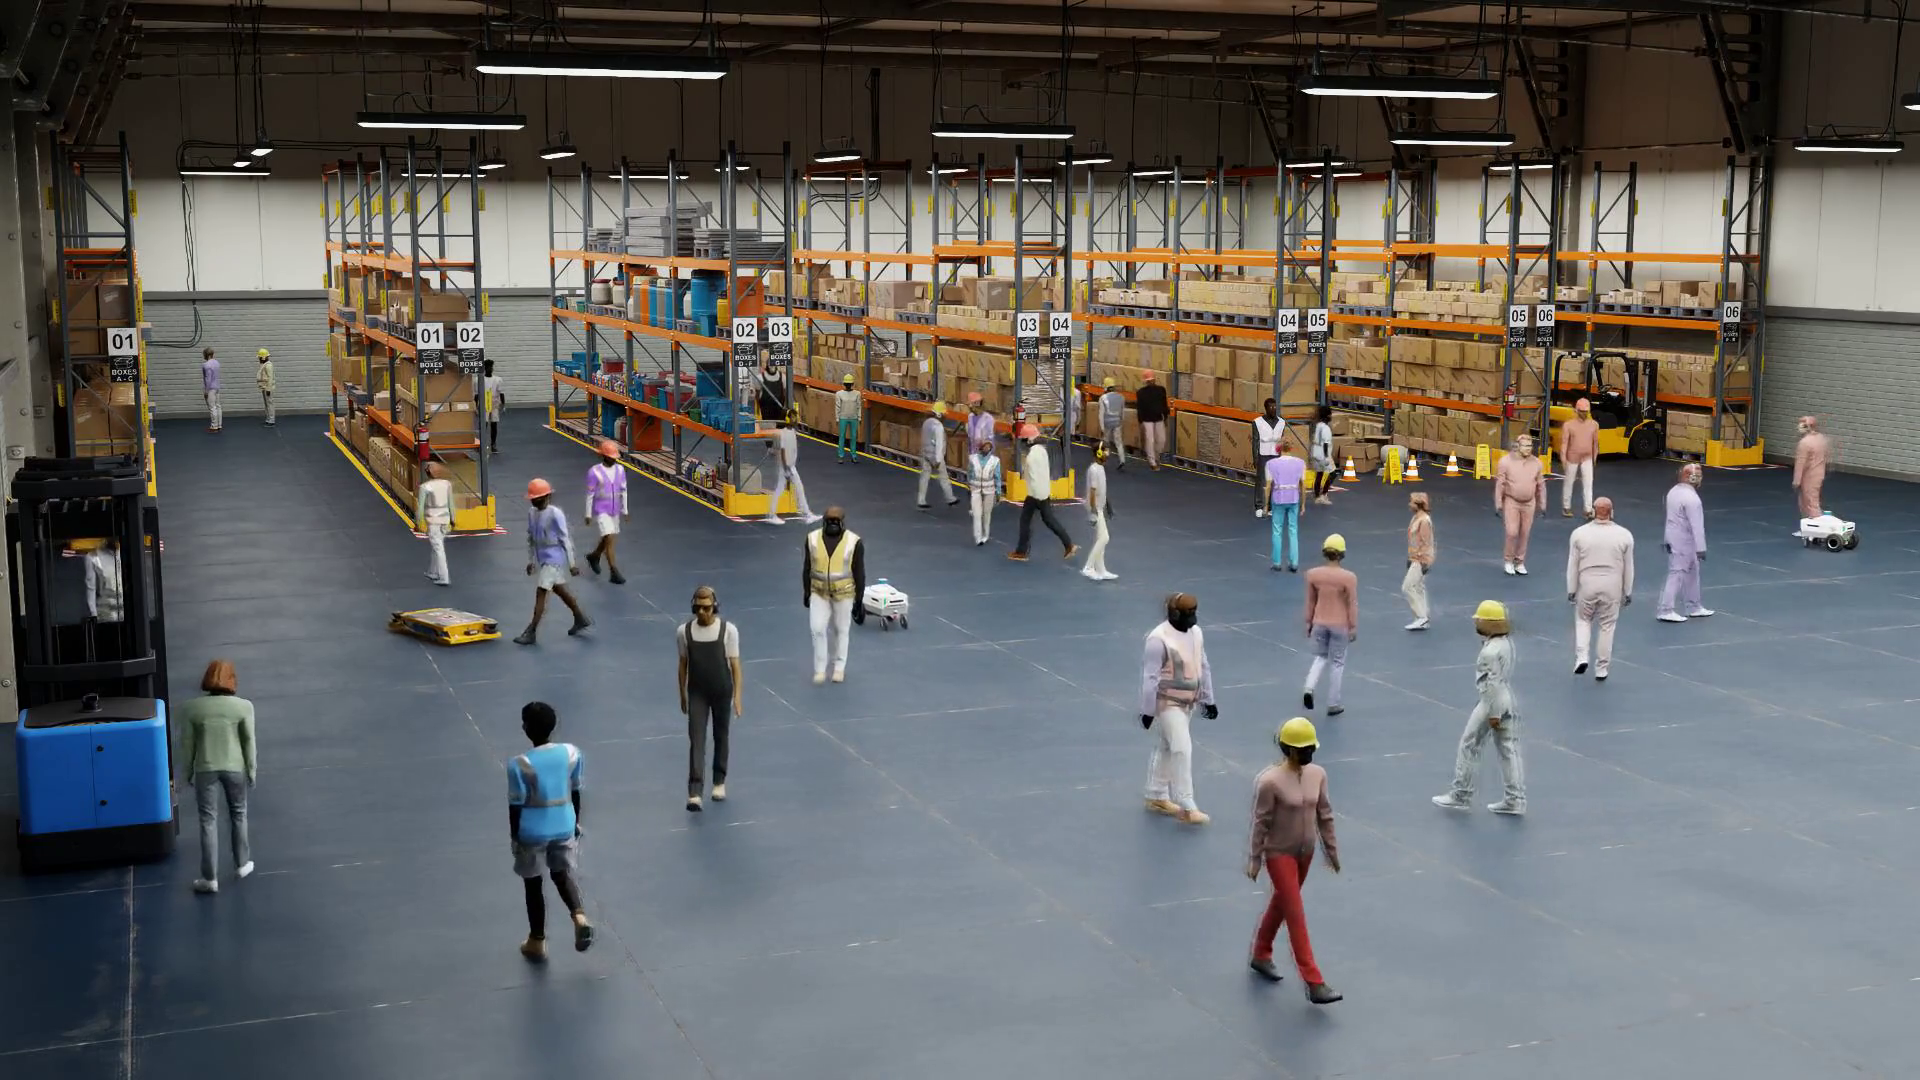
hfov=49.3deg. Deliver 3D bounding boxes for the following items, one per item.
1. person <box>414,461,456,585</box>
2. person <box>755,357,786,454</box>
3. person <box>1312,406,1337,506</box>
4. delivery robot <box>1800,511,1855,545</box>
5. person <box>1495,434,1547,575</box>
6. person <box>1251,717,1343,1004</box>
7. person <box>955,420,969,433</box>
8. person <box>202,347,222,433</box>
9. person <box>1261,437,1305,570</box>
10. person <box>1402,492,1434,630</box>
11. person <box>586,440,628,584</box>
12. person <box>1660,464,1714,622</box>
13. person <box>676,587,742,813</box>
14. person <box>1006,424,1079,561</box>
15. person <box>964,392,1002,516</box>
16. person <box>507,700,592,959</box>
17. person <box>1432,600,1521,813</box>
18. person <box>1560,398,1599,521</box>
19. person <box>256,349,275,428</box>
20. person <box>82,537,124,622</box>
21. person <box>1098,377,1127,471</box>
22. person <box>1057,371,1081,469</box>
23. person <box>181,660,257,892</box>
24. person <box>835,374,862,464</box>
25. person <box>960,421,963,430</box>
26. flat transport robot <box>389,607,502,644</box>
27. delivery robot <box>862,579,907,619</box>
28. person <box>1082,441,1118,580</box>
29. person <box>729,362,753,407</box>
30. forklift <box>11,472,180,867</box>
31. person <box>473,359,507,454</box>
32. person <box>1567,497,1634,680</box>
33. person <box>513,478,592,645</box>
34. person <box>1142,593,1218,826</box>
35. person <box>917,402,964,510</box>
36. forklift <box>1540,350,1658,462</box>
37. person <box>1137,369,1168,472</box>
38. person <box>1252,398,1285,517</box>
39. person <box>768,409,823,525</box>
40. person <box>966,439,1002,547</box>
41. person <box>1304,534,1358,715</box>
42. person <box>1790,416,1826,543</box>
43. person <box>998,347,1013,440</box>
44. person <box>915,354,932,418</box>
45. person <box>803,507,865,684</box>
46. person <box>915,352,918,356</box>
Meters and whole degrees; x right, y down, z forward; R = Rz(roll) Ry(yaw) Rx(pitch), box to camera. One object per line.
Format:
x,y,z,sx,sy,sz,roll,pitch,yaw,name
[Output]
-6.936,-0.227,27.414,0.750,1.606,0.547,6,10,35,person
-3.897,-2.811,43.390,0.695,2.000,0.745,-2,9,-14,person
6.119,-1.398,34.982,0.436,1.682,0.552,-1,9,-6,person
12.612,-0.179,30.463,0.477,0.478,0.707,-7,11,-40,delivery robot
7.557,-0.465,28.074,0.681,1.892,0.558,-1,9,-8,person
2.060,1.919,12.760,0.545,1.711,0.898,-6,10,-34,person
0.071,-2.912,45.401,0.514,1.593,0.841,-2,9,-13,person
-16.971,-3.395,47.479,0.354,1.937,0.635,0,9,3,person
4.405,-0.490,28.521,0.597,1.818,0.493,-1,9,-9,person
5.279,0.250,24.217,0.385,1.623,0.538,0,9,3,person
-4.721,-0.405,27.731,0.564,1.895,0.884,-8,12,-42,person
8.695,0.038,24.772,0.833,1.874,0.683,0,9,0,person
-2.015,1.272,16.819,0.540,1.791,0.963,0,9,-1,person
1.148,-0.649,29.203,0.985,1.949,0.632,4,9,26,person
0.393,-1.421,34.111,0.732,2.009,0.638,-8,12,-42,person
-2.613,1.854,13.302,0.547,1.683,0.512,-7,11,-40,person
4.162,1.325,16.769,0.787,1.715,0.493,5,10,31,person
9.917,-1.302,33.547,0.653,1.938,1.041,0,9,-1,person
-16.180,-3.544,48.838,0.404,1.829,0.591,-4,10,-27,person
-8.146,0.715,20.233,0.611,1.894,1.006,-7,11,-39,person
2.925,-2.216,40.119,0.593,1.797,0.893,-3,9,-22,person
2.079,-2.355,40.700,0.561,1.900,0.942,1,9,5,person
-5.272,1.665,14.921,0.509,1.594,0.580,-2,9,-16,person
-2.199,-2.397,41.404,0.533,1.765,0.321,-2,9,-15,person
0.146,-3.410,47.824,0.588,1.885,1.007,-2,9,-13,person
-5.916,0.972,24.038,0.652,0.197,1.431,-8,12,-42,flat transport robot
-0.907,0.697,24.620,0.477,0.478,0.707,-5,10,-29,delivery robot
1.876,-0.395,27.766,0.411,1.853,0.529,1,9,9,person
-5.083,-3.538,48.614,0.574,1.885,0.356,-4,9,-25,person
-6.630,0.886,15.957,1.129,2.768,1.873,-3,9,-21,forklift
-9.670,-2.746,43.080,0.640,1.962,0.413,-5,10,-29,person
6.627,0.498,21.670,0.658,1.891,0.421,3,9,19,person
-4.604,0.210,23.698,0.996,1.877,0.567,-8,12,-44,person
1.789,1.313,16.491,0.797,1.810,0.648,6,11,36,person
-0.344,-1.390,34.626,0.921,1.772,0.581,-6,10,-35,person
12.897,-2.725,42.309,2.313,2.155,1.214,-3,9,-21,forklift
3.696,-2.289,40.003,0.648,1.969,0.426,-3,9,-17,person
4.981,-1.341,33.843,0.590,1.922,0.392,-4,9,-23,person
-2.626,-1.132,32.784,0.961,1.818,0.555,4,9,24,person
0.345,-0.694,30.605,0.532,1.585,0.841,1,9,8,person
3.545,0.815,20.050,0.525,1.755,0.427,6,11,36,person
12.588,-0.902,31.094,0.614,1.873,0.680,7,11,39,person
1.093,-3.232,46.085,0.607,2.020,0.761,-2,9,-11,person
-0.866,-3.962,51.350,0.623,1.906,0.799,-4,9,-25,person
-1.302,0.577,21.379,0.667,1.817,0.691,1,9,6,person
-0.927,-4.063,52.271,0.589,1.836,0.891,3,9,17,person
